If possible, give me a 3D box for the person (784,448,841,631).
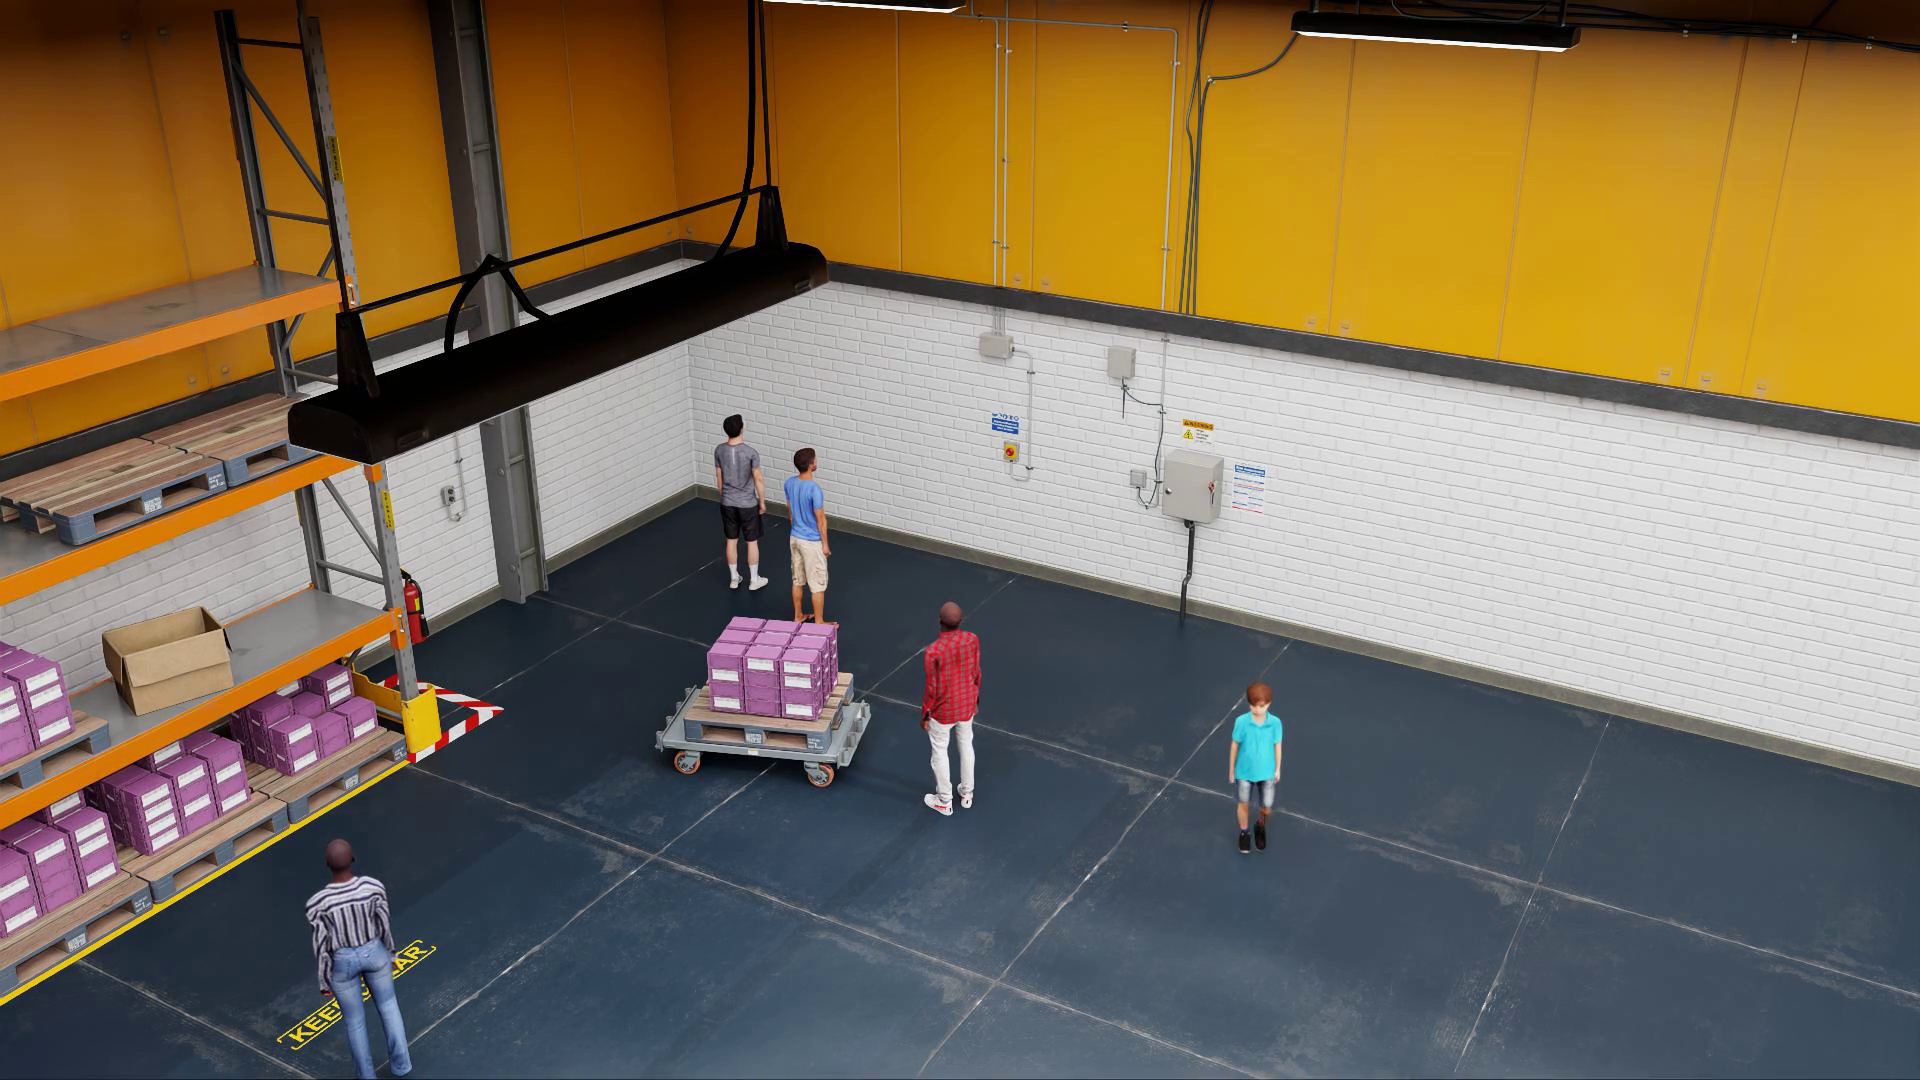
[{"bbox_3d":[-1.465,-0.001,15.992,0.687,1.864,0.624,19,30,36],"label":"person"}]

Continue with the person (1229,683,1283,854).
[{"bbox_3d":[2.248,1.698,12.636,0.613,1.439,0.632,3,24,8],"label":"person"}]

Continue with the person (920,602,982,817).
[{"bbox_3d":[-0.062,1.301,13.070,0.707,1.819,0.815,-12,26,-25],"label":"person"}]

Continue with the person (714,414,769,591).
[{"bbox_3d":[-2.239,-0.385,16.860,0.708,1.871,0.639,7,24,15],"label":"person"}]

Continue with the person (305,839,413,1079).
[{"bbox_3d":[-3.656,2.602,10.123,0.634,1.794,0.771,-16,28,-32],"label":"person"}]
